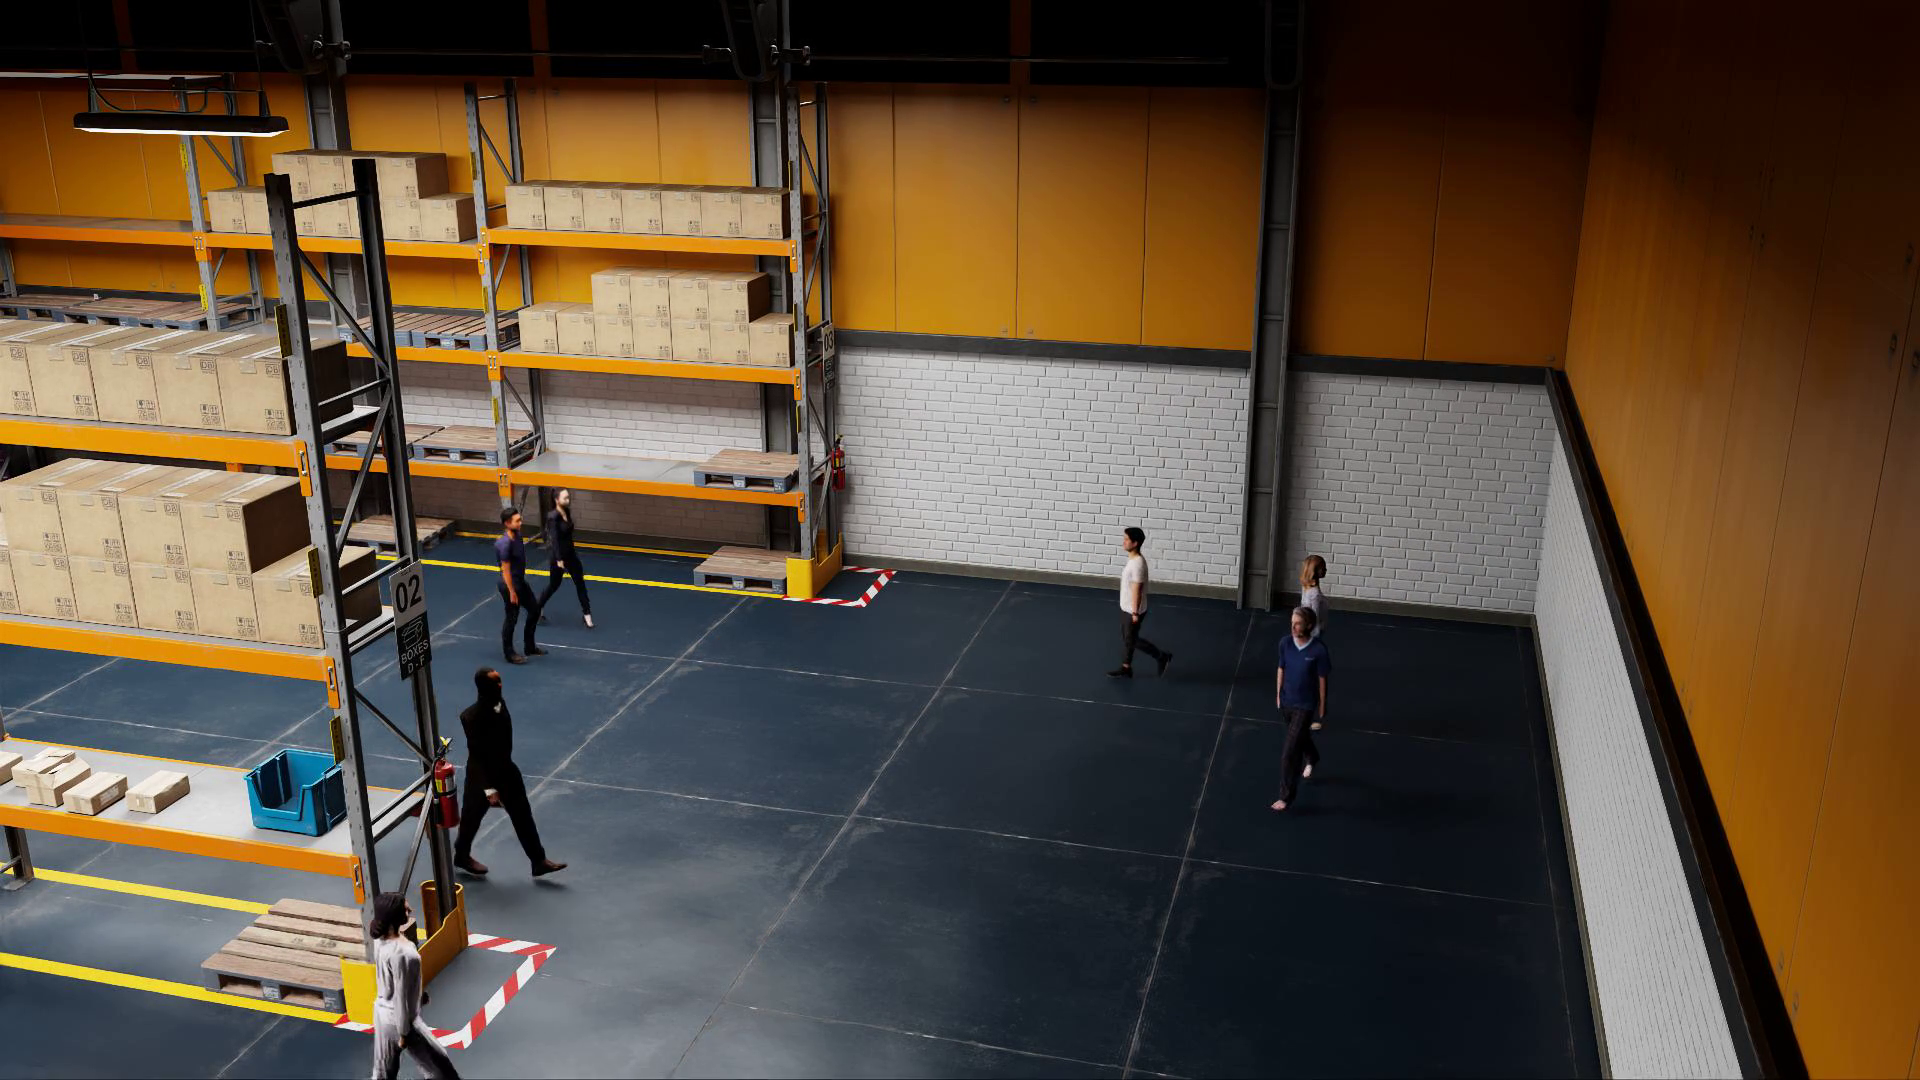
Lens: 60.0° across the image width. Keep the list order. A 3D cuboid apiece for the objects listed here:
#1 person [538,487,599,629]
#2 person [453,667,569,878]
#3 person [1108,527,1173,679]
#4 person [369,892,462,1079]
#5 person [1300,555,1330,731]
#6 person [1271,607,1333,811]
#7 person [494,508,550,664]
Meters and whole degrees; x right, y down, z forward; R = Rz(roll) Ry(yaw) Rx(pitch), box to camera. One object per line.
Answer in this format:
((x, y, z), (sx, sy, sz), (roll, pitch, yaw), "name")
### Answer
((-4.612, 0.226, 18.998), (1.090, 1.675, 0.669), (7, 20, 21), "person")
((-3.930, 1.935, 13.624), (1.280, 1.866, 0.776), (7, 20, 20), "person")
((1.916, 0.686, 17.587), (0.966, 1.705, 0.763), (0, 19, 1), "person")
((-3.626, 3.051, 10.508), (1.047, 1.740, 1.037), (-13, 23, -35), "person")
((3.473, 0.998, 16.518), (0.587, 1.796, 0.635), (0, 19, 1), "person")
((3.117, 1.469, 15.067), (1.225, 1.829, 1.085), (17, 25, 41), "person")
((-4.919, 0.493, 18.048), (0.716, 1.777, 0.689), (3, 19, 9), "person")
